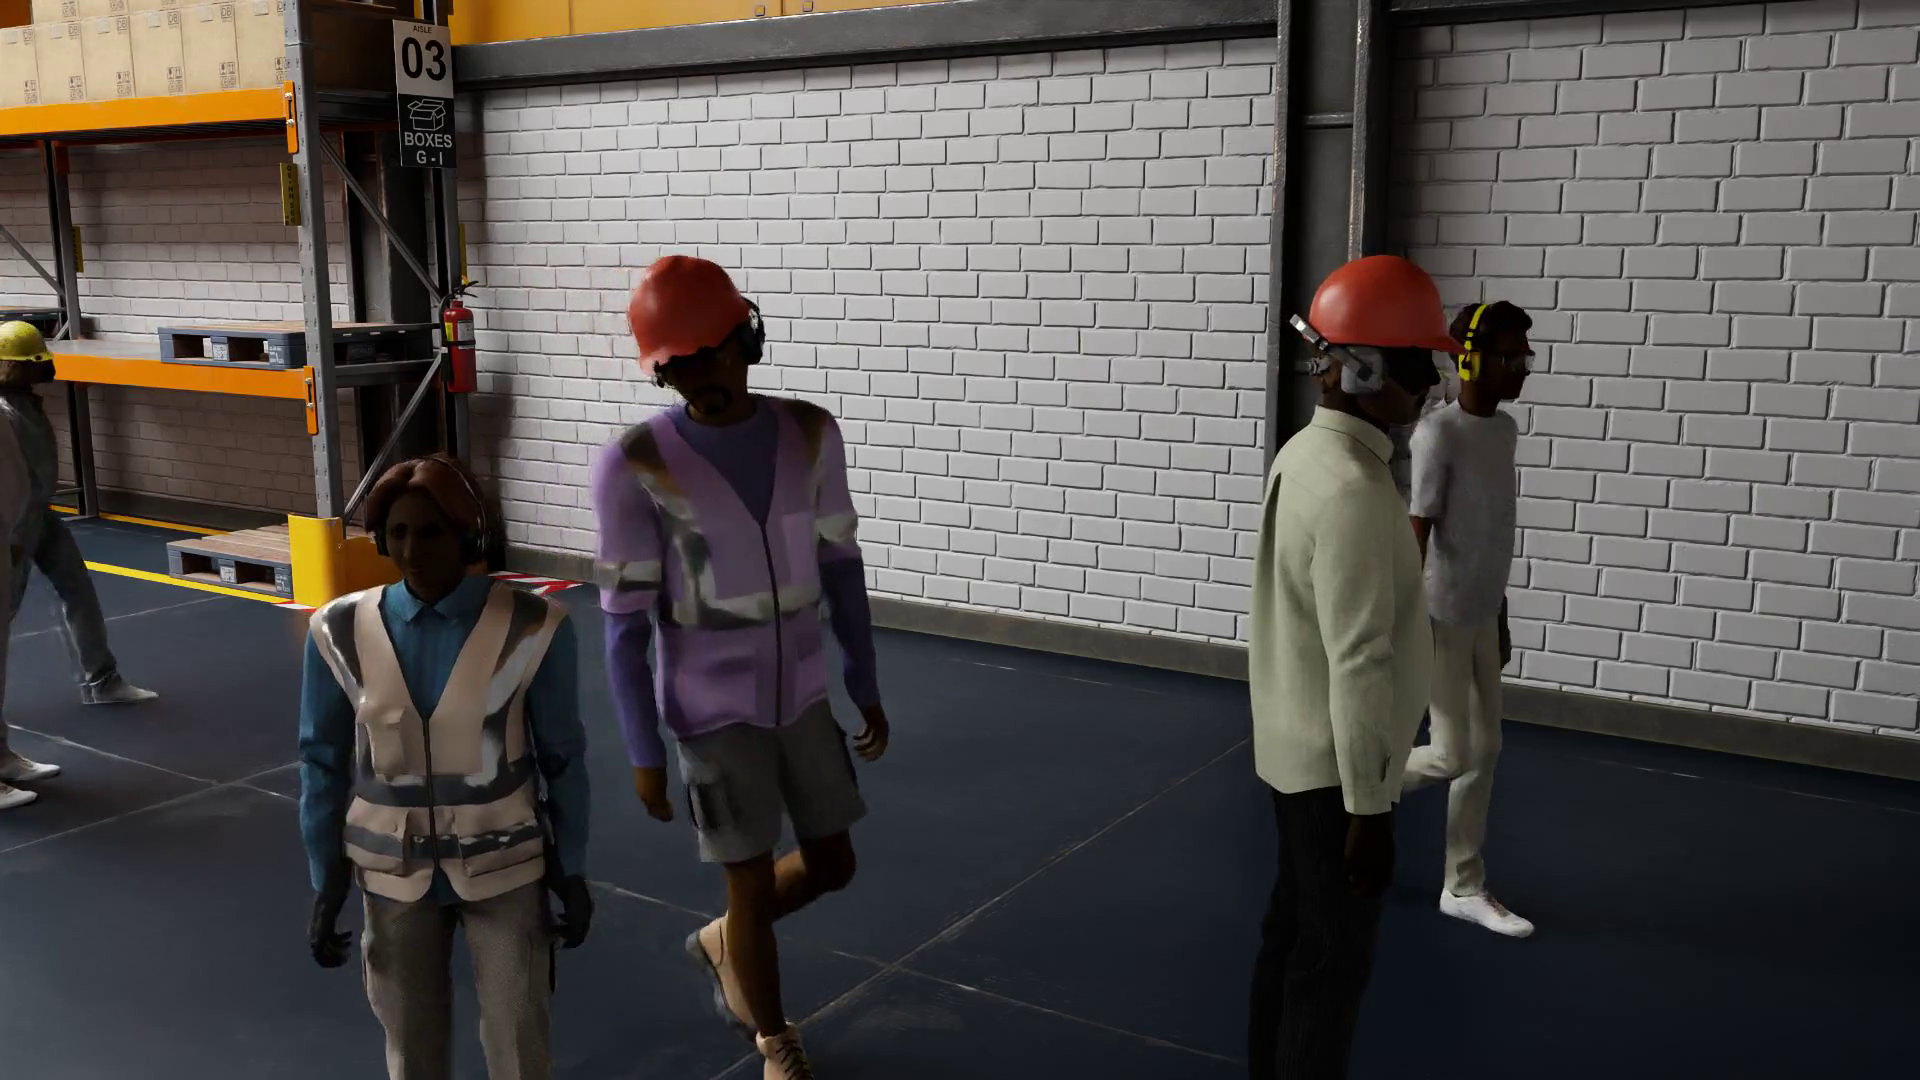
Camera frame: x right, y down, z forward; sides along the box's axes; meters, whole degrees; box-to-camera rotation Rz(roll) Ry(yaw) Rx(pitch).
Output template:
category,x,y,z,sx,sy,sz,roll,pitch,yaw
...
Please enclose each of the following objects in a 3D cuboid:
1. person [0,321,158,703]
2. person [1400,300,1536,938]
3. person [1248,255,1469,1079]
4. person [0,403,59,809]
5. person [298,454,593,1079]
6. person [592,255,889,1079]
category,x,y,z,sx,sy,sz,roll,pitch,yaw
person,-3.997,-0.080,7.033,0.874,1.697,0.489,-2,10,-12
person,1.416,0.223,4.912,0.612,1.858,0.519,10,14,43
person,0.771,0.438,3.334,0.389,1.991,0.626,0,10,1
person,-3.524,0.020,5.934,0.400,1.896,0.654,-4,11,-19
person,-0.965,0.662,3.118,0.529,1.634,0.427,-1,10,-3
person,-0.519,0.359,3.788,0.653,1.998,0.593,-8,13,-38
